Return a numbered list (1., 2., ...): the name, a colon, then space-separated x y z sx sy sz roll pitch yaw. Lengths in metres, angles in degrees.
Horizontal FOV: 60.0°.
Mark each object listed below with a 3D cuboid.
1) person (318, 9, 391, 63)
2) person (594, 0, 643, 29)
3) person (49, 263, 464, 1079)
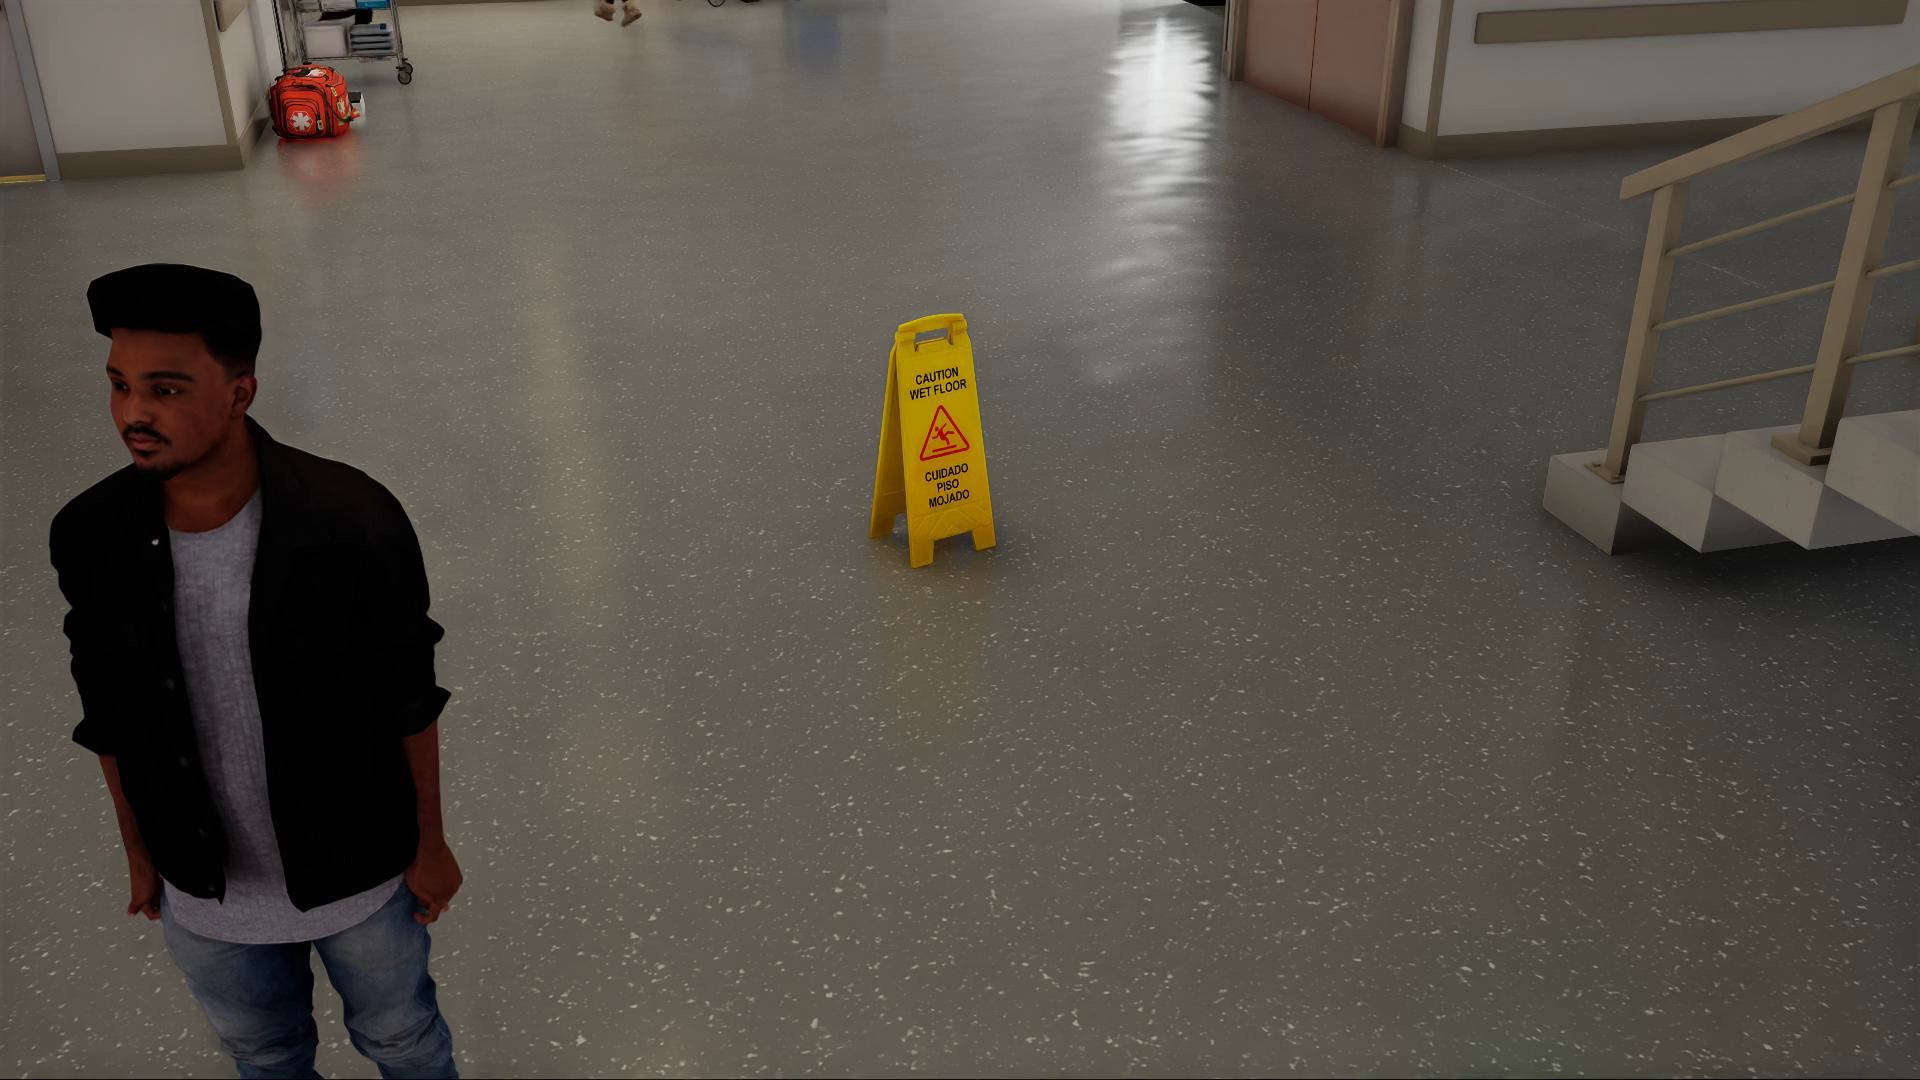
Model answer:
1. person: -5.025 -4.731 13.403 0.853 1.733 0.881 5 26 10
2. person: -3.160 -5.506 15.121 0.953 1.638 1.174 -23 34 -39
3. person: -1.052 0.426 2.620 0.757 1.811 0.696 0 26 1
